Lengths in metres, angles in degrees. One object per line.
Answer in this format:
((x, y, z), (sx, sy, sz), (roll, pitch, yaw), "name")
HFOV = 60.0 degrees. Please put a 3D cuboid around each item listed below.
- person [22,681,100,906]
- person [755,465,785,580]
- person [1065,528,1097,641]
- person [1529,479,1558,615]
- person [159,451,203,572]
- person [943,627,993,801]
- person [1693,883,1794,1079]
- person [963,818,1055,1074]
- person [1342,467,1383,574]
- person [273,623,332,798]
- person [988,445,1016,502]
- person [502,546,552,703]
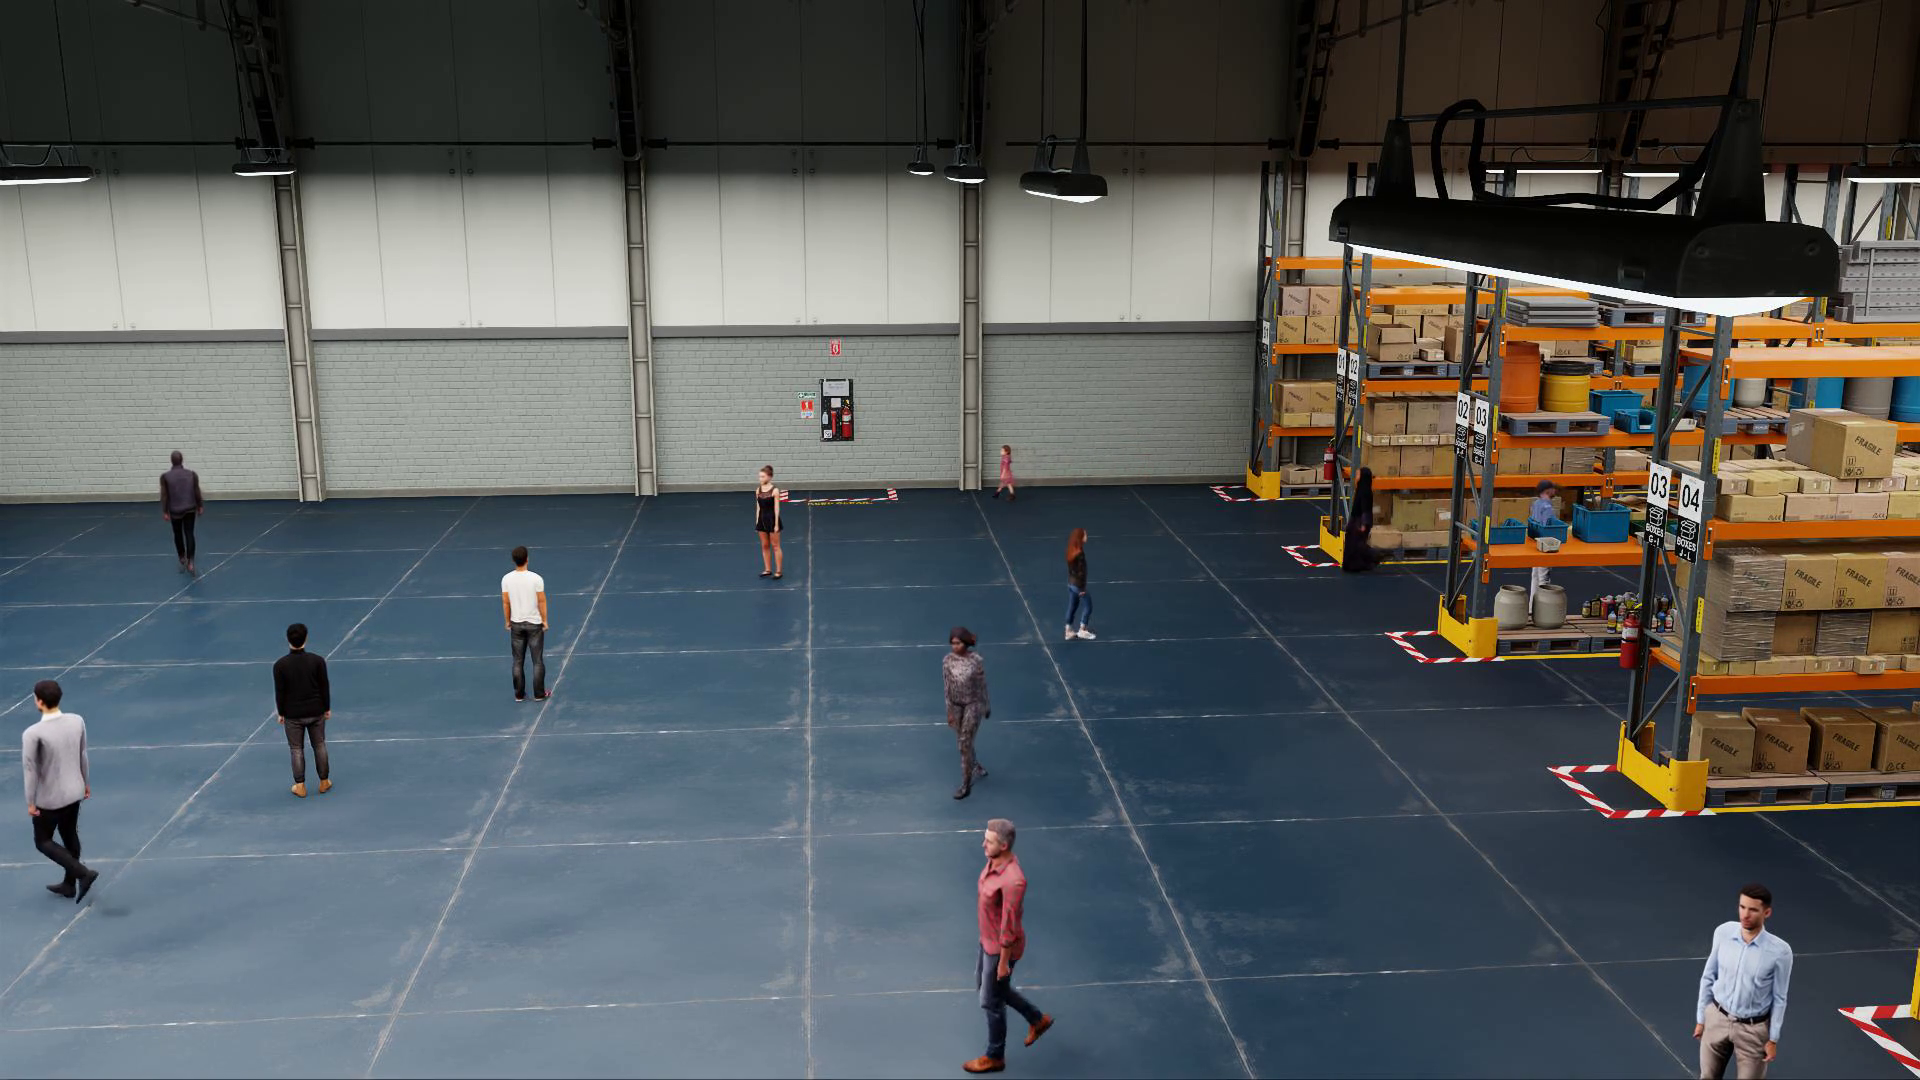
((-7.390, 2.103, 13.745), (1.097, 1.908, 0.986), (5, 14, 21), "person")
((-2.804, -0.267, 24.487), (0.669, 1.679, 0.748), (8, 15, 31), "person")
((1.444, 0.576, 21.309), (0.678, 1.472, 0.663), (-5, 14, -21), "person")
((7.862, 0.104, 22.427), (0.573, 1.885, 0.651), (0, 13, -2), "person")
((-11.574, -0.391, 24.783), (1.248, 1.788, 1.117), (-7, 15, -29), "person")
((0.092, 1.649, 16.223), (1.020, 1.675, 0.926), (3, 13, 14), "person")
((4.764, 2.962, 10.171), (0.749, 1.848, 0.803), (12, 17, 41), "person")
((0.354, 2.728, 11.248), (0.875, 1.818, 0.706), (-2, 13, -7), "person")
((6.046, -0.292, 24.755), (0.840, 1.608, 0.680), (1, 13, 5), "person")
((-6.379, 1.637, 16.167), (0.622, 1.723, 0.776), (-7, 15, -27), "person")
((0.884, -1.193, 29.986), (0.695, 1.001, 0.442), (-2, 13, -8), "person")
((-4.952, 0.949, 18.957), (0.488, 1.805, 0.710), (0, 13, 0), "person")
